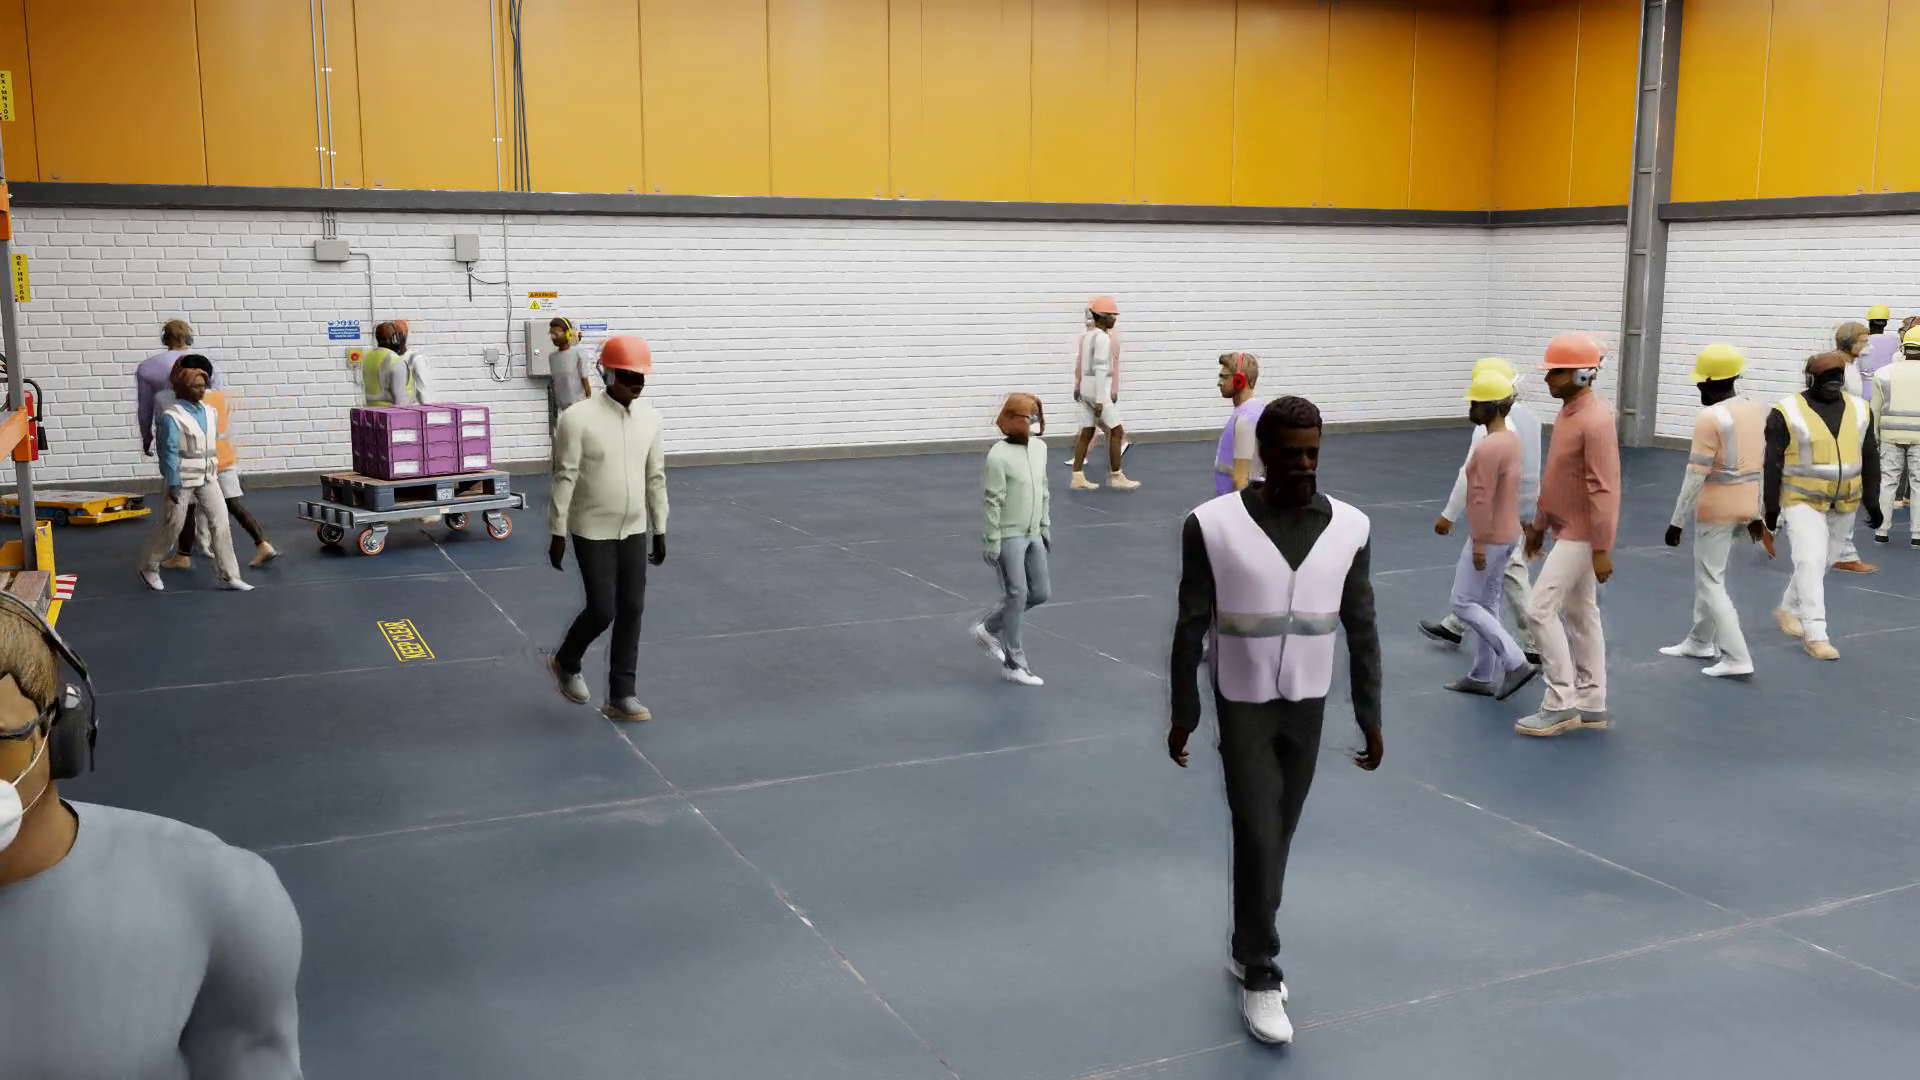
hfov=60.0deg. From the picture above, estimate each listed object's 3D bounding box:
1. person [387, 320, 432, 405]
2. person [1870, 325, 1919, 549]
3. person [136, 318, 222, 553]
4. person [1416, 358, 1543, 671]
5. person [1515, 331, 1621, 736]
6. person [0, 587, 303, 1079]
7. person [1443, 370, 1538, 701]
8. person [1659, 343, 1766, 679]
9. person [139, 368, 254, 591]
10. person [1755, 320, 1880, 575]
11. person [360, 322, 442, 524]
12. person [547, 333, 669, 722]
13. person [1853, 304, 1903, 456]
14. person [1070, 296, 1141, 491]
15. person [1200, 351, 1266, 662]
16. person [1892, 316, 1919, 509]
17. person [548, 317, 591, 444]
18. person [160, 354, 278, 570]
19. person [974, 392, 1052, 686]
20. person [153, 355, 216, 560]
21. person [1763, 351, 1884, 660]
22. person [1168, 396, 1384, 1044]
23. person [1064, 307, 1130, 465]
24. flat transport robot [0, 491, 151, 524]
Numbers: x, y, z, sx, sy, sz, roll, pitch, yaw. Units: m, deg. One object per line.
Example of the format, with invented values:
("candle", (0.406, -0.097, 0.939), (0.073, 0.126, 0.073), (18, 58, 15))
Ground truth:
("person", (-5.118, -1.099, 15.265), (0.598, 1.832, 1.006), (7, 12, 39))
("person", (7.785, -0.840, 13.639), (0.600, 1.831, 0.404), (8, 12, 40))
("person", (-6.288, -0.839, 13.468), (0.632, 1.908, 0.919), (-5, 10, -28))
("person", (3.070, -0.160, 9.613), (0.902, 1.767, 0.581), (7, 12, 38))
("person", (2.940, -0.025, 8.135), (0.624, 1.970, 0.618), (2, 9, 11))
("person", (-1.061, 1.000, 1.906), (0.630, 1.941, 0.370), (-4, 10, -23))
("person", (2.810, -0.011, 8.743), (0.447, 1.756, 0.537), (7, 11, 35))
("person", (4.258, -0.164, 9.369), (0.628, 1.874, 0.699), (-7, 11, -36))
("person", (-5.489, -0.424, 11.776), (0.846, 1.601, 0.527), (3, 10, 18))
("person", (6.519, -0.708, 12.599), (0.864, 1.913, 0.655), (5, 11, 30))
("person", (-5.095, -1.046, 14.962), (0.644, 1.812, 0.609), (7, 12, 39))
("person", (-1.762, -0.057, 8.346), (0.602, 1.968, 0.657), (8, 12, 41))
("person", (9.643, -1.524, 17.589), (0.594, 1.924, 0.382), (0, 9, 1))
("person", (1.529, -1.494, 17.136), (0.857, 2.009, 0.661), (-2, 9, -12))
("person", (1.663, -0.163, 9.477), (0.679, 1.819, 0.578), (1, 9, 8))
("person", (9.060, -1.213, 15.918), (0.507, 1.847, 0.345), (-4, 10, -22))
("person", (-3.739, -1.260, 16.248), (0.554, 1.840, 0.623), (5, 10, 28))
("person", (-5.638, -0.586, 12.579), (0.853, 1.655, 0.528), (2, 9, 12))
("person", (0.283, -0.017, 9.191), (0.459, 1.617, 0.514), (7, 12, 38))
("person", (-6.102, -0.657, 13.139), (0.551, 1.615, 0.521), (8, 12, 41))
("person", (5.161, -0.241, 10.031), (0.630, 1.808, 0.928), (0, 9, -1))
("person", (0.986, 0.525, 4.961), (0.630, 1.892, 0.760), (-2, 9, -15))
("person", (1.649, -1.828, 19.694), (0.965, 1.866, 0.644), (-6, 11, -31))
("flat transport robot", (-8.219, -0.309, 15.177), (1.431, 0.197, 0.652), (3, 10, 16))
